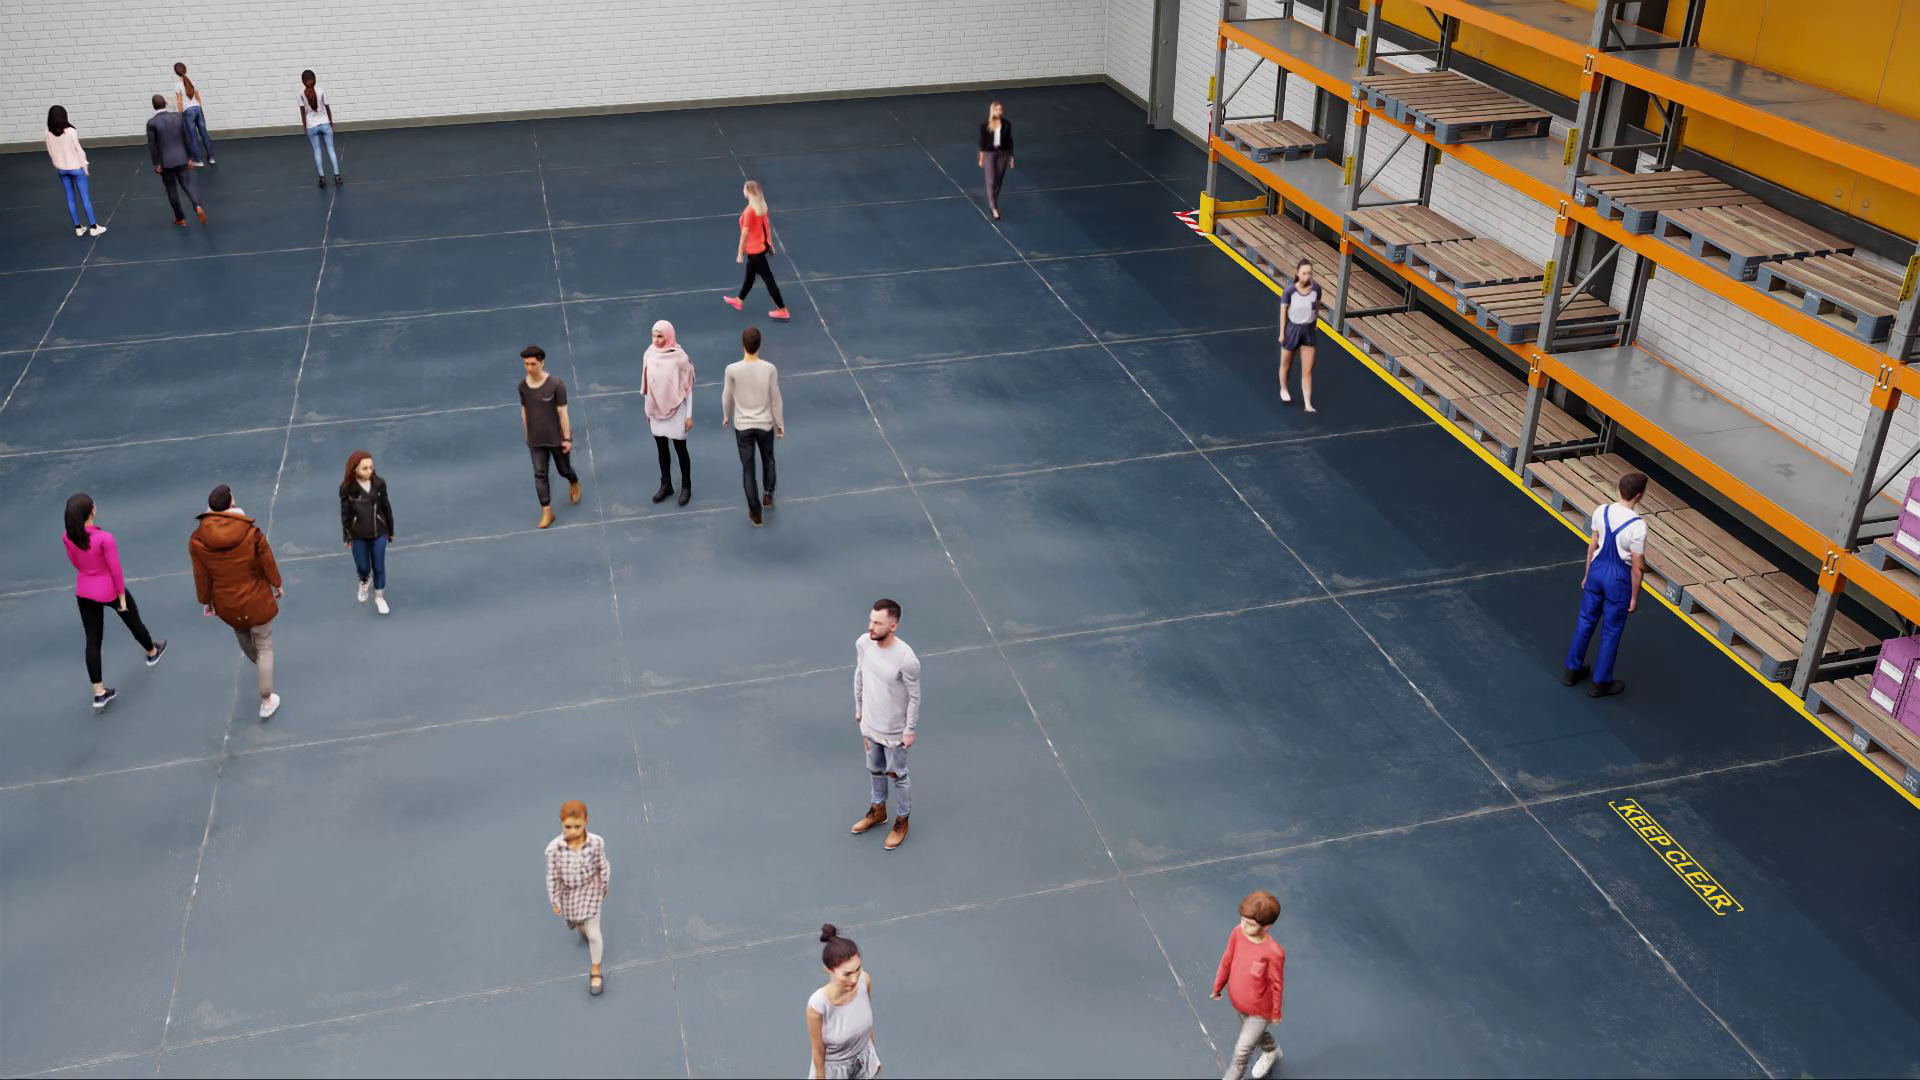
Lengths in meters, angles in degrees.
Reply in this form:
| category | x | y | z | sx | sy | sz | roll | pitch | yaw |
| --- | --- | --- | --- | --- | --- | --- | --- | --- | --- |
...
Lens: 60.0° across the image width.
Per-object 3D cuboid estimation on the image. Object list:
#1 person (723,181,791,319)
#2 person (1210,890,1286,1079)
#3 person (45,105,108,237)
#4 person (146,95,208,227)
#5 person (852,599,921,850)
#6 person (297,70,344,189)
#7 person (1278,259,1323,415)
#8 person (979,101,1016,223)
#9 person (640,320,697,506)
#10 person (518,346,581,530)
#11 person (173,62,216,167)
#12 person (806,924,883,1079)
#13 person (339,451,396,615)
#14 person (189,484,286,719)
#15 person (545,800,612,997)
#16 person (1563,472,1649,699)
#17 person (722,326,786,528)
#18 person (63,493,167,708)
| category | x | y | z | sx | sy | sz | roll | pitch | yaw |
| --- | --- | --- | --- | --- | --- | --- | --- | --- | --- |
| person | -2.303 | -3.381 | 19.669 | 1.098 | 1.640 | 1.142 | 10 | 30 | 18 |
| person | 1.657 | 2.495 | 9.164 | 0.801 | 1.384 | 0.942 | -19 | 34 | -30 |
| person | -12.026 | -4.995 | 22.492 | 0.709 | 1.769 | 0.672 | 3 | 29 | 5 |
| person | -10.730 | -5.149 | 22.736 | 1.057 | 1.806 | 0.951 | 25 | 37 | 38 |
| person | -0.493 | 1.194 | 11.072 | 0.729 | 1.840 | 0.825 | 20 | 35 | 32 |
| person | -9.451 | -6.069 | 24.515 | 0.611 | 1.719 | 0.554 | -11 | 30 | -19 |
| person | 3.519 | -2.167 | 17.472 | 0.688 | 1.613 | 1.030 | -4 | 29 | -7 |
| person | 0.474 | -5.298 | 23.186 | 0.641 | 1.637 | 0.990 | -6 | 29 | -11 |
| person | -2.708 | -1.189 | 15.481 | 0.728 | 1.803 | 0.756 | 9 | 30 | 15 |
| person | -3.748 | -1.002 | 15.244 | 0.857 | 1.699 | 1.087 | 3 | 29 | 6 |
| person | -11.818 | -6.571 | 25.598 | 0.659 | 1.562 | 0.624 | 23 | 36 | 35 |
| person | -0.611 | 2.675 | 8.569 | 0.662 | 1.637 | 0.644 | 25 | 38 | 38 |
| person | -4.936 | -0.098 | 13.829 | 0.659 | 1.468 | 0.710 | -13 | 31 | -22 |
| person | -5.350 | 0.502 | 12.395 | 0.800 | 1.789 | 1.135 | -4 | 29 | -8 |
| person | -2.295 | 2.071 | 10.034 | 0.573 | 1.295 | 0.867 | -5 | 29 | -9 |
| person | 4.942 | 0.322 | 12.662 | 0.765 | 1.849 | 0.626 | -19 | 34 | -30 |
| person | -1.857 | -0.984 | 15.062 | 0.686 | 1.842 | 0.818 | -8 | 30 | -14 |
| person | -6.545 | 0.473 | 12.587 | 0.808 | 1.655 | 1.176 | 1 | 29 | 2 |
